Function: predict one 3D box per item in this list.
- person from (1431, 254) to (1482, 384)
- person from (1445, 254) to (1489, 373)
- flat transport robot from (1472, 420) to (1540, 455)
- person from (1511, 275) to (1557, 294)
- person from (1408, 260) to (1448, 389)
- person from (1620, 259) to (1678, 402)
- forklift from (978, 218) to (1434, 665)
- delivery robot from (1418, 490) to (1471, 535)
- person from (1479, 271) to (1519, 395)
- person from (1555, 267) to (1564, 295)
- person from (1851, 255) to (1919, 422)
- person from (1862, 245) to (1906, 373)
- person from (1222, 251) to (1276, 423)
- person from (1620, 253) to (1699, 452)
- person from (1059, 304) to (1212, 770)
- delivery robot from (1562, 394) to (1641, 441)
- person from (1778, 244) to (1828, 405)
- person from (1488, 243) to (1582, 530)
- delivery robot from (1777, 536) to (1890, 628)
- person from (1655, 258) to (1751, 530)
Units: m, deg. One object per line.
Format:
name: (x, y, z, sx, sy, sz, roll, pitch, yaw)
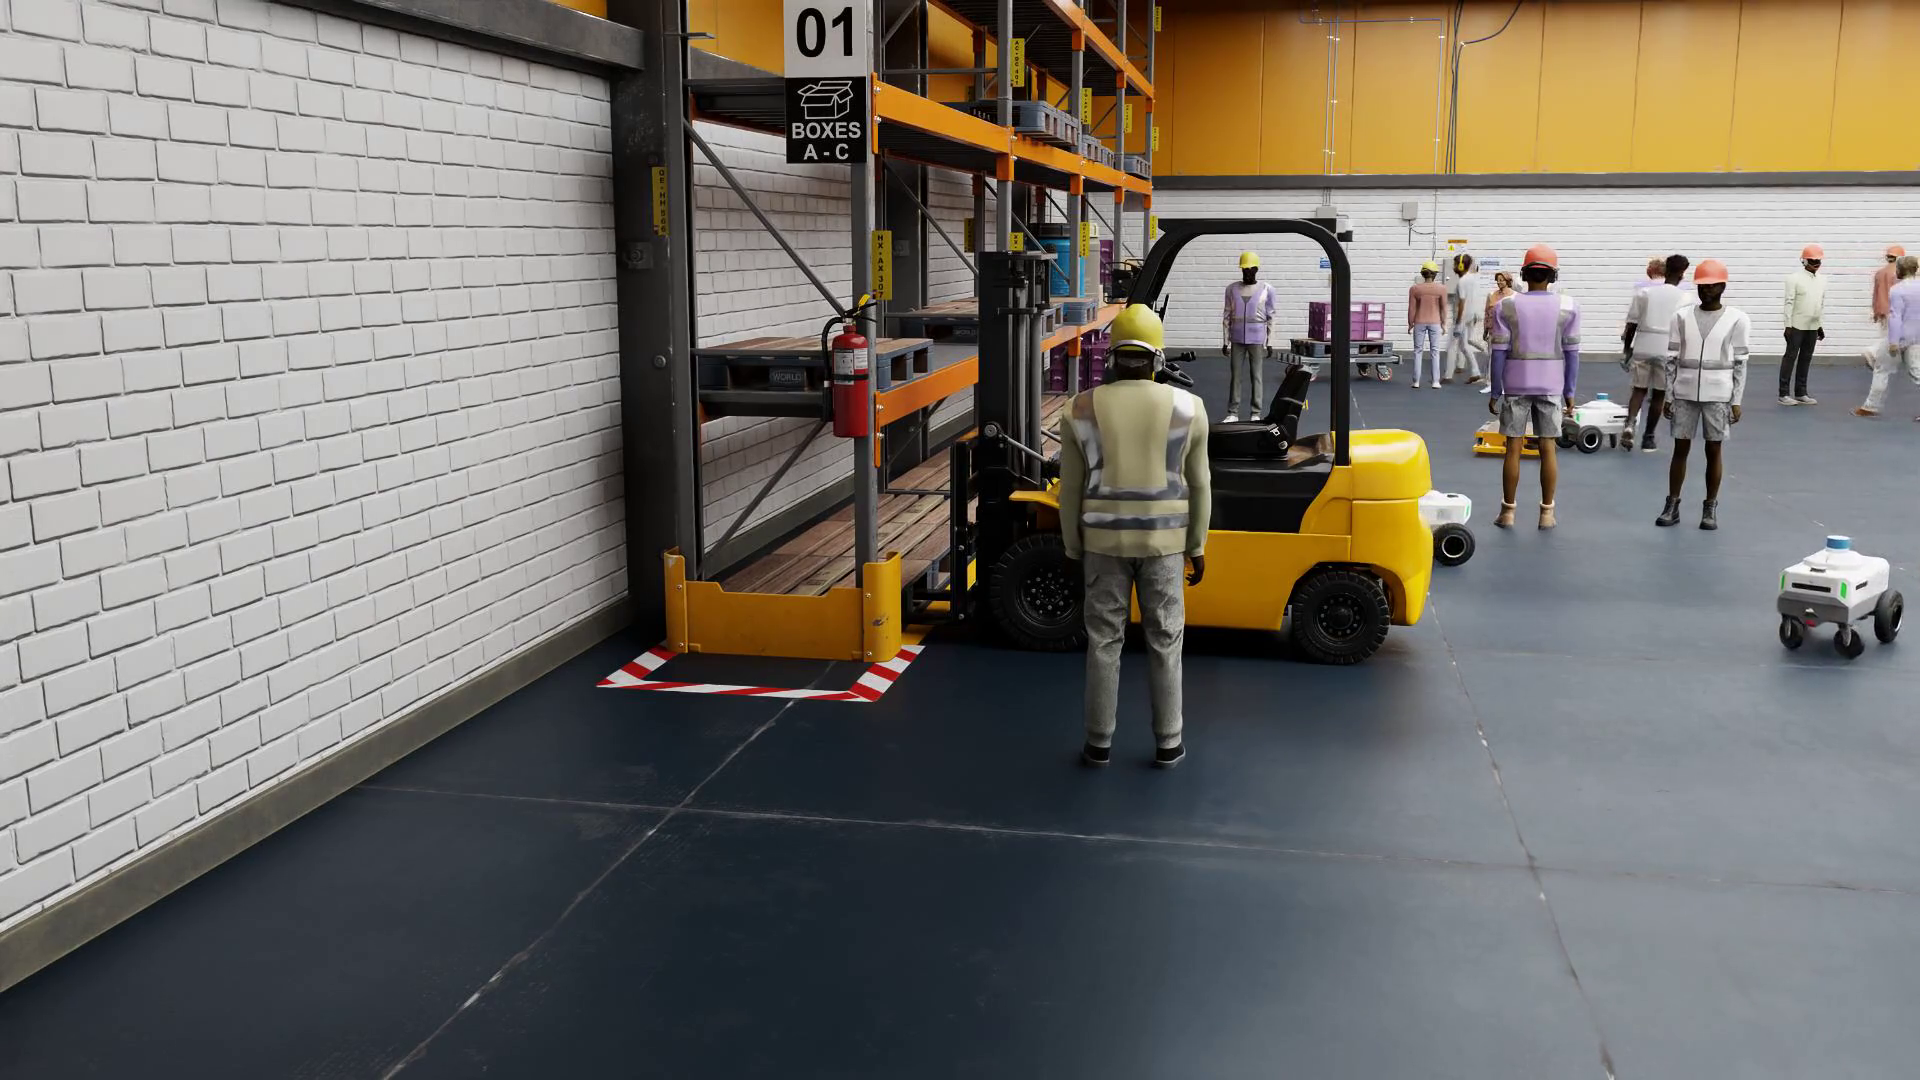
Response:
person: (7.099, -3.111, 23.575, 0.569, 1.883, 0.554, 7, 12, 33)
person: (7.863, -3.450, 25.443, 0.685, 1.841, 0.539, 7, 13, 35)
flat transport robot: (5.469, -1.014, 16.360, 0.652, 0.197, 1.431, 4, 11, 23)
person: (8.034, -3.078, 23.391, 0.628, 1.837, 0.430, 4, 11, 19)
person: (6.457, -2.970, 22.992, 0.524, 1.764, 0.329, 3, 11, 18)
person: (8.807, -2.674, 21.264, 0.596, 1.792, 0.965, -1, 10, -7)
forklift: (1.285, -0.567, 8.635, 2.313, 2.155, 1.214, 2, 11, 11)
delivery robot: (2.921, -0.184, 10.772, 0.707, 0.478, 0.477, 1, 10, 5)
person: (7.212, -2.757, 22.160, 0.306, 1.640, 0.522, -9, 14, -40)
person: (8.912, -3.322, 25.157, 0.547, 1.680, 0.375, -7, 13, -34)
person: (10.765, -2.289, 18.916, 0.646, 1.896, 1.003, -5, 12, -26)
person: (14.179, -3.526, 25.466, 0.677, 1.971, 0.628, -2, 11, -12)
person: (3.199, -2.231, 18.485, 0.585, 1.928, 0.378, 5, 11, 24)
person: (6.753, -1.799, 16.094, 0.656, 1.934, 0.566, 7, 13, 35)
person: (0.683, -0.001, 6.522, 0.590, 1.833, 0.404, 1, 10, 5)
delivery robot: (6.284, -1.192, 16.301, 0.707, 0.478, 0.477, -2, 10, -9)
person: (10.529, -2.672, 20.718, 0.613, 1.994, 0.395, -3, 11, -18)
person: (4.090, -1.085, 11.891, 0.607, 2.044, 0.378, 2, 11, 13)
delivery robot: (4.493, 0.222, 8.549, 0.477, 0.478, 0.707, 10, 14, 44)
person: (5.327, -1.040, 11.928, 0.546, 1.939, 0.375, 7, 13, 35)
